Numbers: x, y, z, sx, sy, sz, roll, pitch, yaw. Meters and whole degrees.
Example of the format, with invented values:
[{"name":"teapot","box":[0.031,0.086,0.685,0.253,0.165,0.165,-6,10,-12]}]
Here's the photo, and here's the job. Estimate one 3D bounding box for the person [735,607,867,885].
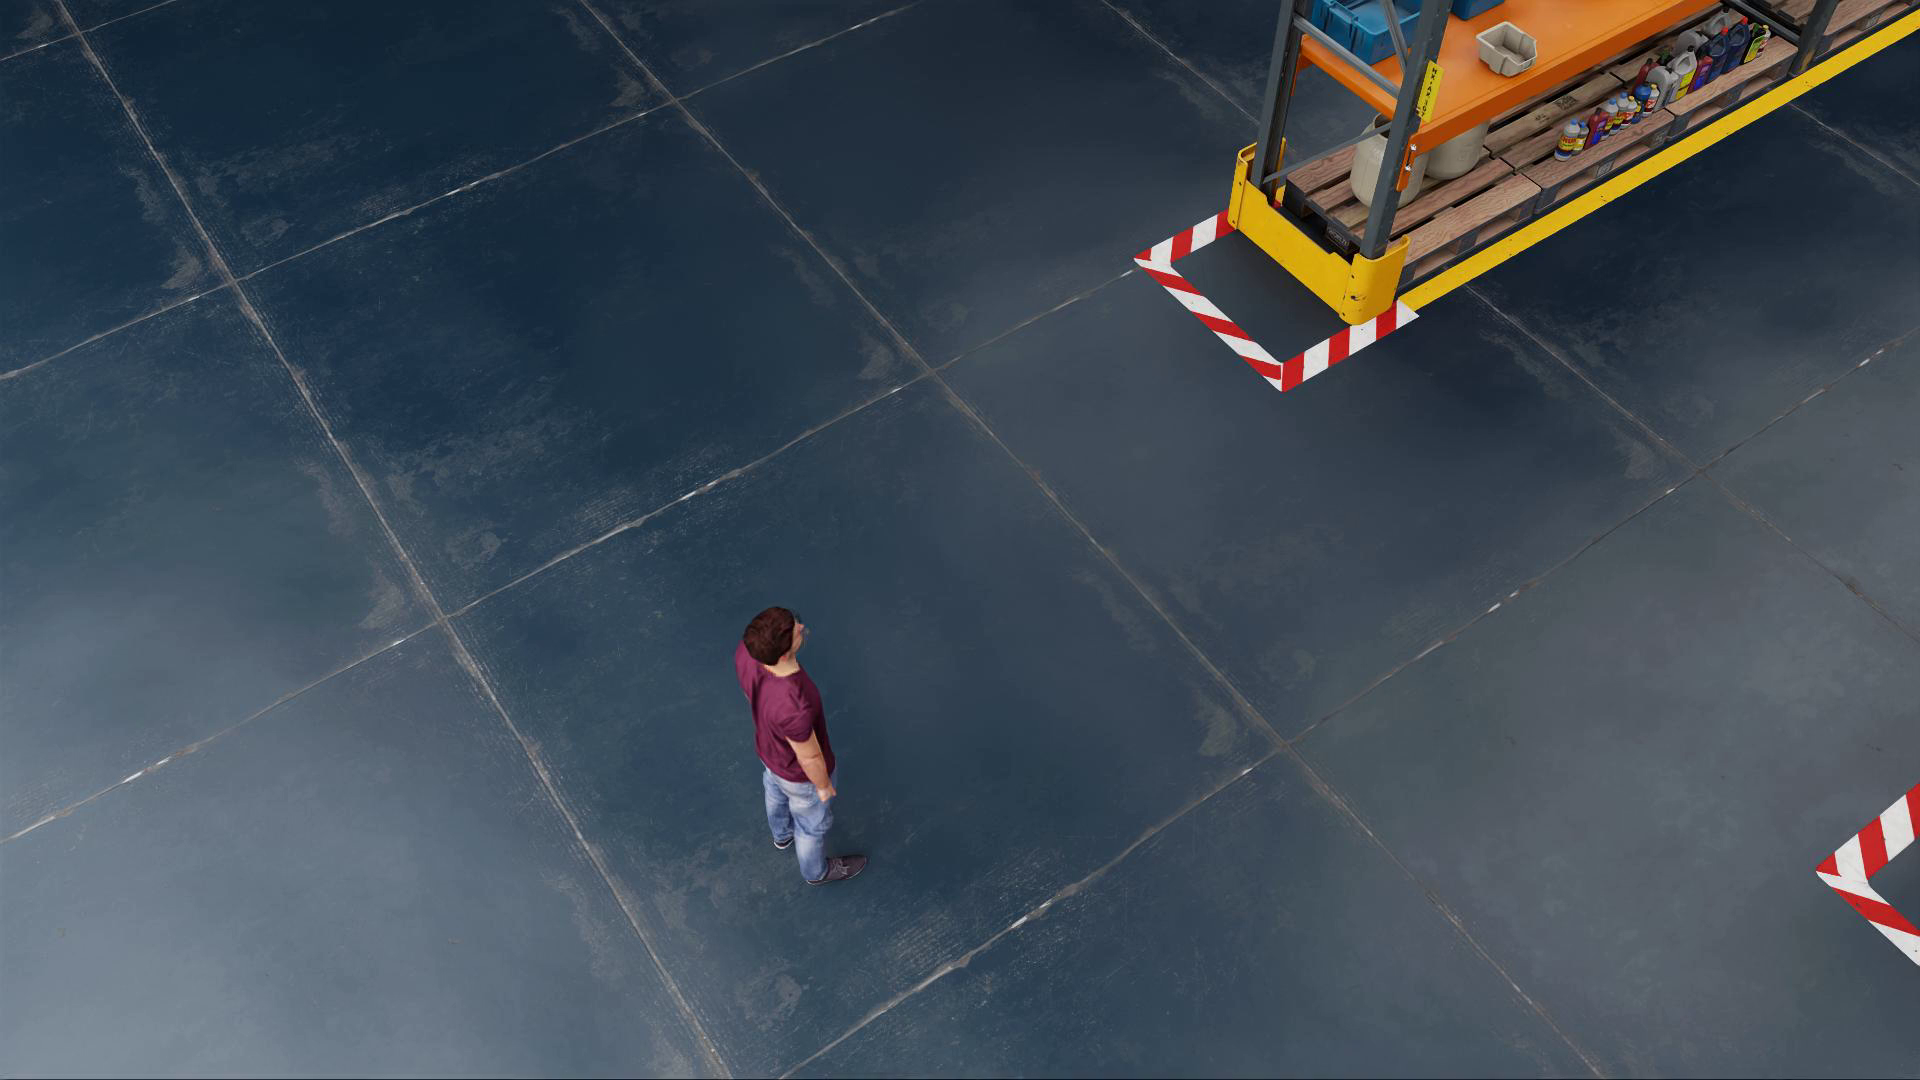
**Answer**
[{"name":"person","box":[-0.695,0.859,6.887,0.530,1.859,0.644,-29,58,-21]}]
